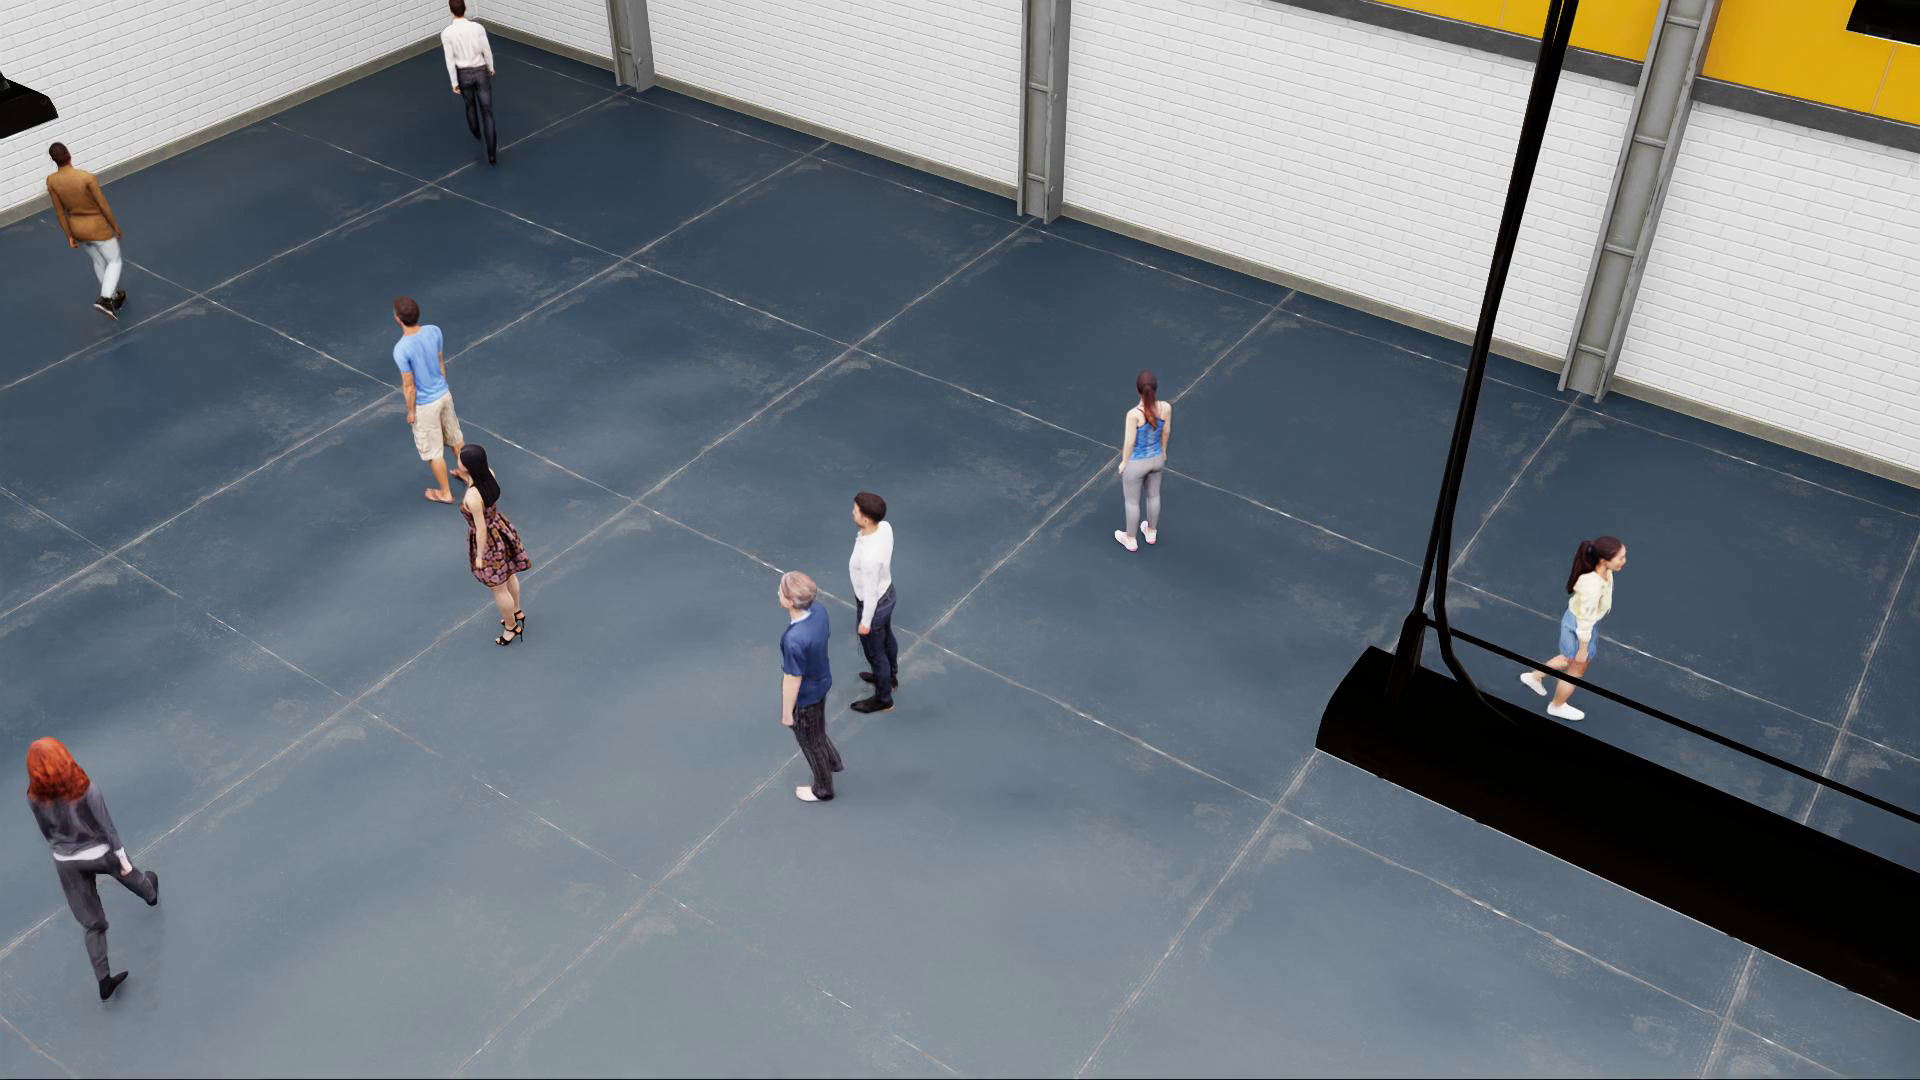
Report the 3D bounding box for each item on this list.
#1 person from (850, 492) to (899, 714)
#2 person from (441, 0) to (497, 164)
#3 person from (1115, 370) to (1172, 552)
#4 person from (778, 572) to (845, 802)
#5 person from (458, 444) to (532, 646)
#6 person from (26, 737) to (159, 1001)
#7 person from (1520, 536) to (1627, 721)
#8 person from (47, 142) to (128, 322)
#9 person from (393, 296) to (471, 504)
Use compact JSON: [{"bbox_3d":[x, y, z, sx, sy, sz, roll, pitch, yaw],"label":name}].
[{"bbox_3d":[-0.587,0.429,11.625,0.705,1.870,0.703,7,39,9],"label":"person"},{"bbox_3d":[-5.422,-5.118,18.606,1.142,1.826,1.255,-9,40,-11],"label":"person"},{"bbox_3d":[1.451,-0.630,13.161,0.647,1.609,0.661,-17,42,-20],"label":"person"},{"bbox_3d":[-0.919,0.977,10.951,0.799,1.855,0.826,7,39,8],"label":"person"},{"bbox_3d":[-3.442,0.029,12.202,0.840,1.775,0.798,1,39,1],"label":"person"},{"bbox_3d":[-5.155,1.967,9.817,1.145,1.723,1.193,-2,39,-3],"label":"person"},{"bbox_3d":[4.258,0.600,11.611,0.799,1.620,0.737,13,40,16],"label":"person"},{"bbox_3d":[-8.301,-2.909,15.861,1.039,1.799,1.056,-3,39,-3],"label":"person"},{"bbox_3d":[-4.339,-1.154,13.614,0.574,1.862,0.669,19,42,22],"label":"person"}]
